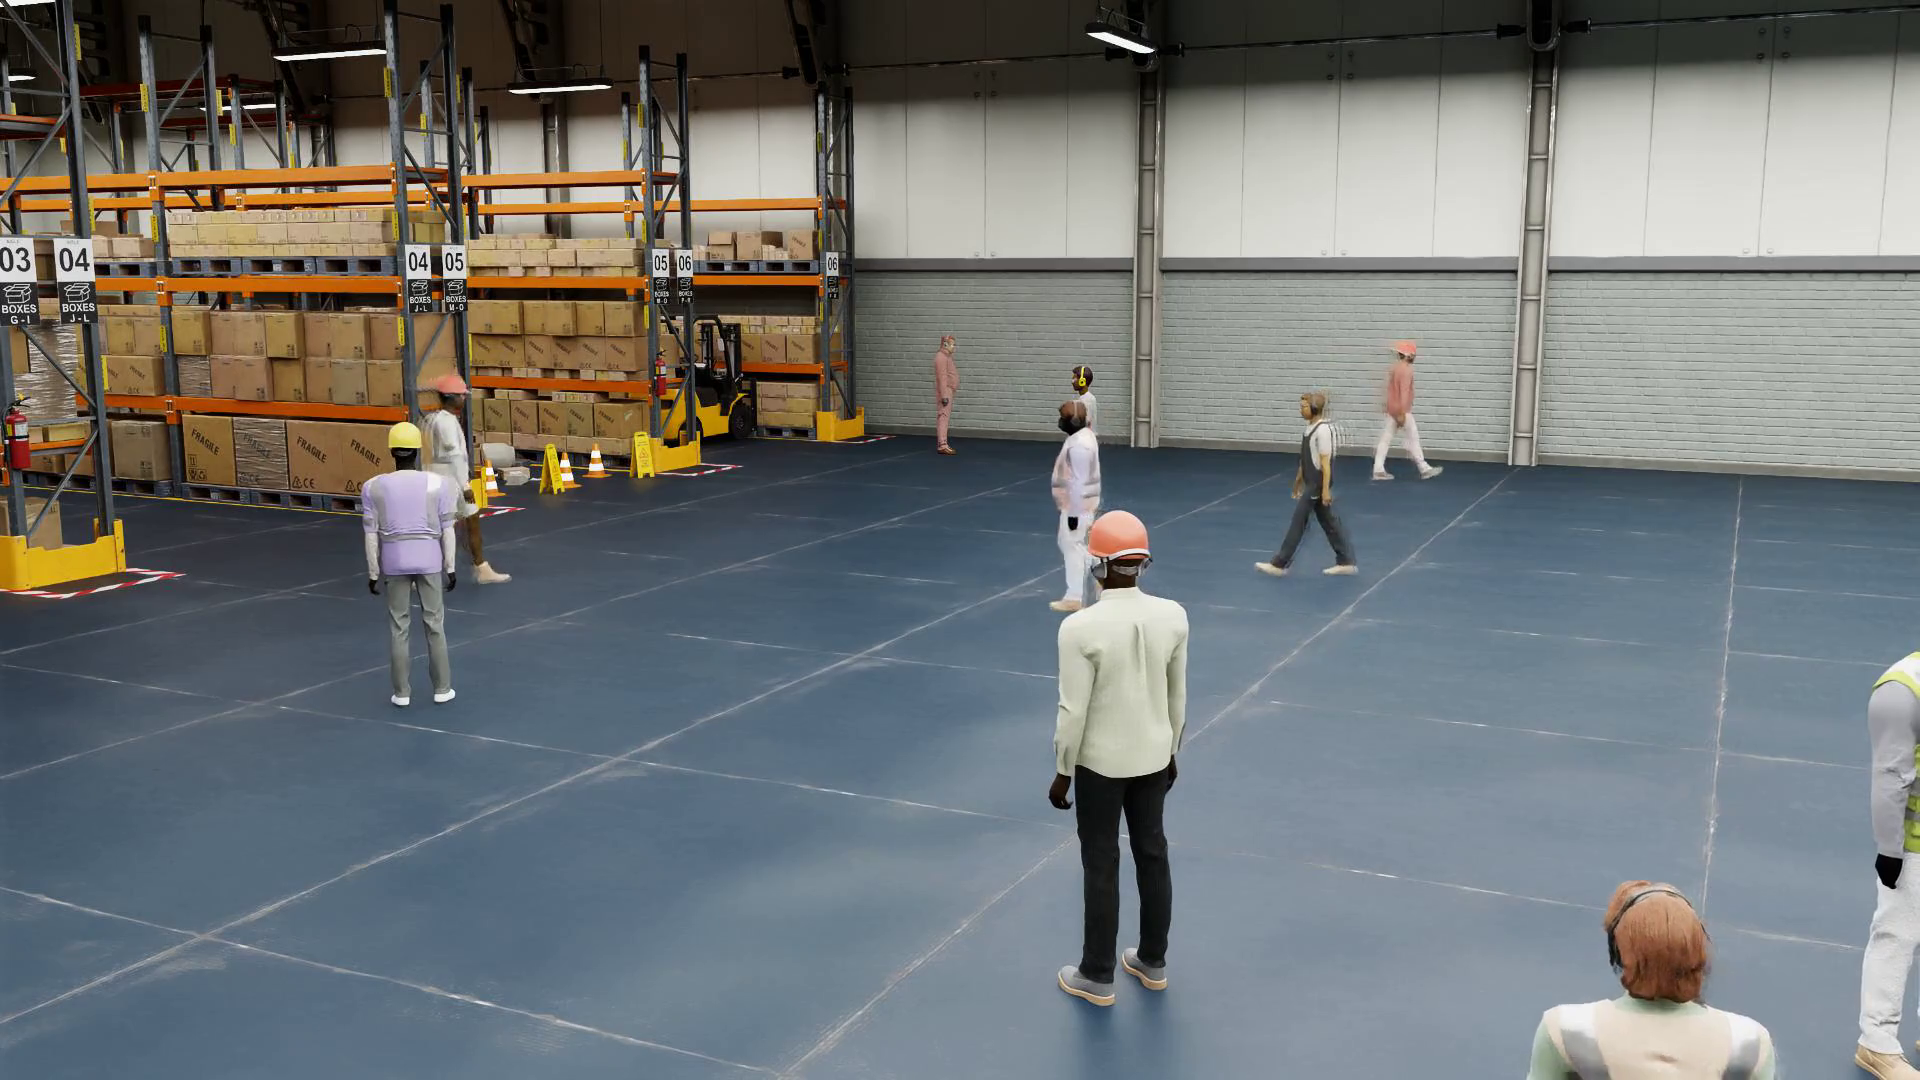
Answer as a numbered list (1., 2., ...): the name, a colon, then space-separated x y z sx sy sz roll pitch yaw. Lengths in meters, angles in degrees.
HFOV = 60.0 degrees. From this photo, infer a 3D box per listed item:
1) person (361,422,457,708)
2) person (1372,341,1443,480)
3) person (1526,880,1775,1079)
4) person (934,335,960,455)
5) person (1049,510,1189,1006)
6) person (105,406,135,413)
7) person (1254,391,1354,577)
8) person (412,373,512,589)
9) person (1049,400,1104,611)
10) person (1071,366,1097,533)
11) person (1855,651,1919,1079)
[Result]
1. person: -3.698 0.170 11.212 0.584 1.928 0.373 -3 10 -16
2. person: 6.242 -1.800 23.213 1.007 1.940 0.629 -1 9 -7
3. person: 1.526 1.544 3.798 0.543 1.594 0.870 1 9 8
4. person: -0.211 -2.320 26.568 0.408 1.903 0.638 0 9 2
5. person: 0.634 0.872 6.701 0.610 1.996 0.379 -5 11 -29
6. person: -12.504 -2.026 24.643 0.362 1.939 0.542 5 11 28
7. person: 3.346 -0.526 15.906 0.984 1.790 0.533 0 9 3
8. person: -4.742 -0.539 15.357 0.995 2.006 0.608 -2 9 -12
9. person: 1.030 -0.291 14.336 0.502 1.831 0.644 1 9 8
10. person: 1.368 -1.011 18.633 0.316 1.870 0.531 1 9 6
11. person: 3.548 1.069 5.999 0.628 1.836 0.429 -3 10 -19
